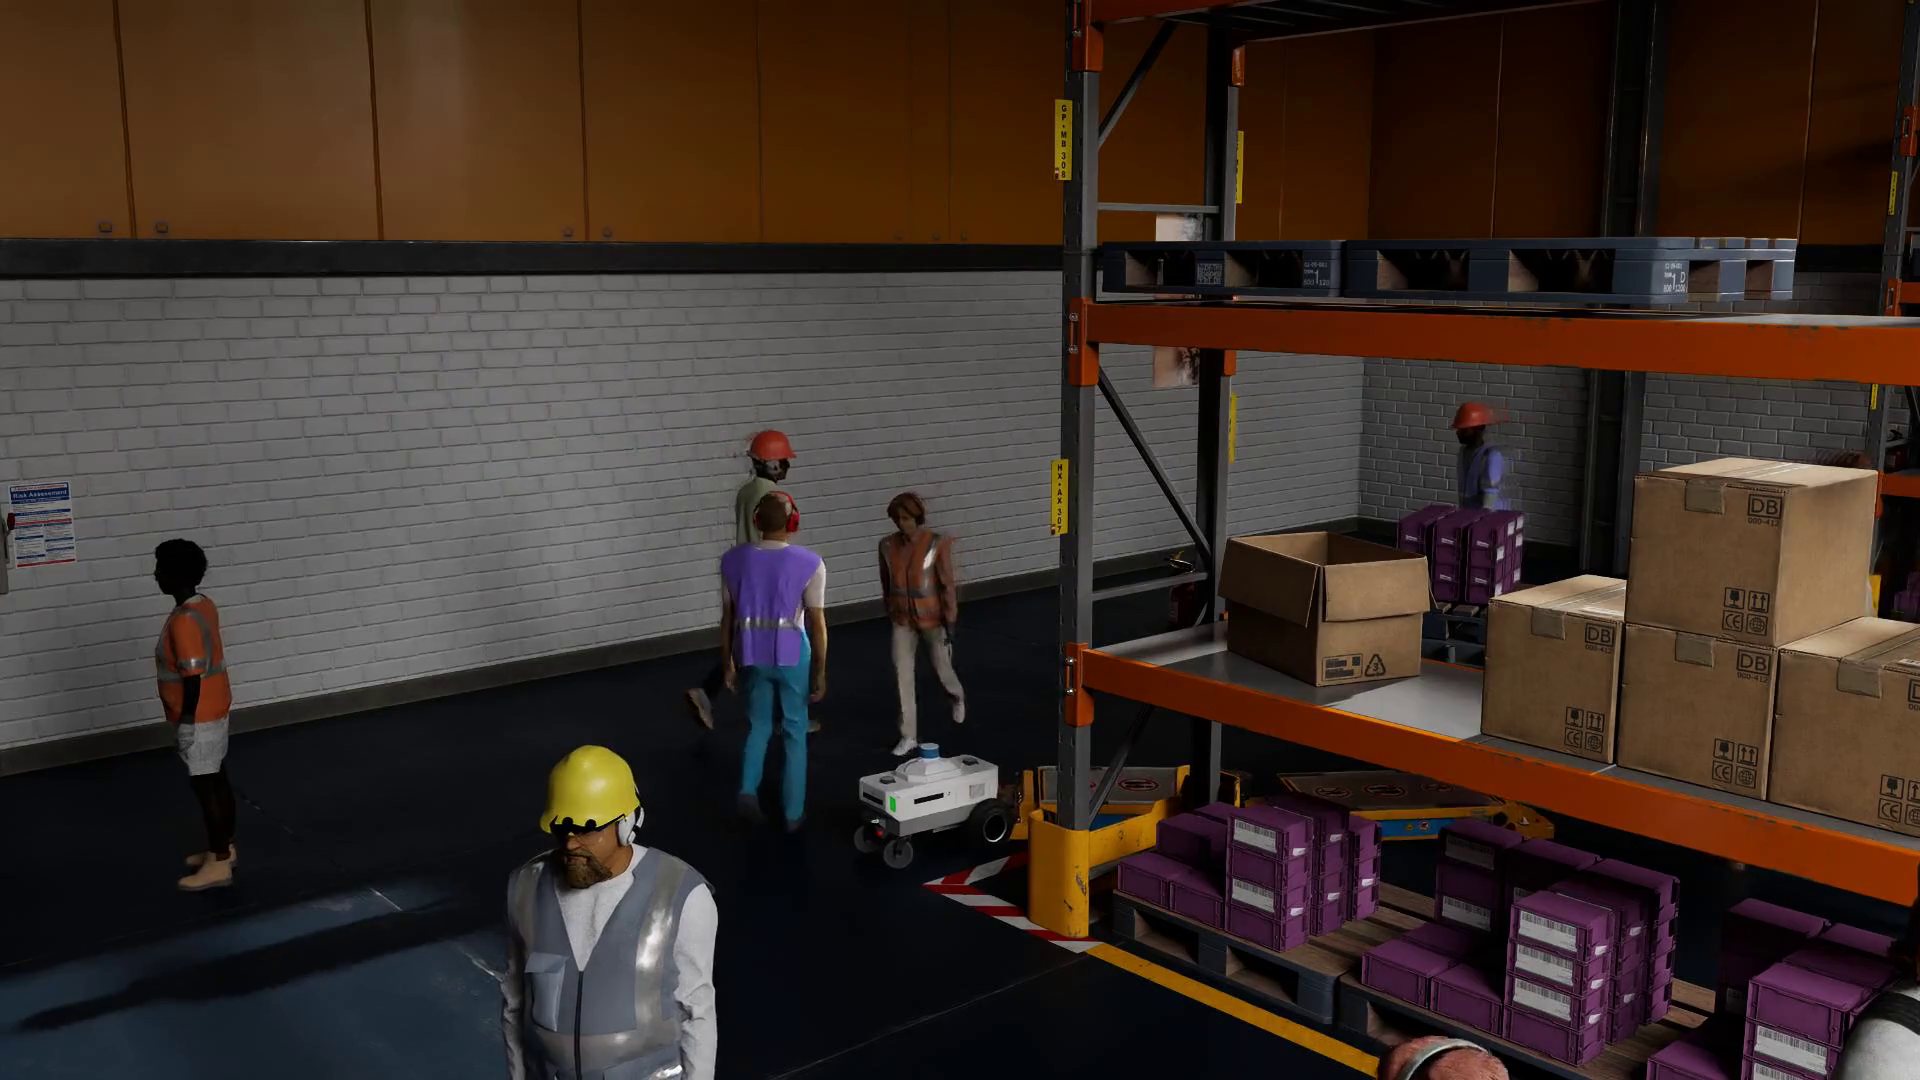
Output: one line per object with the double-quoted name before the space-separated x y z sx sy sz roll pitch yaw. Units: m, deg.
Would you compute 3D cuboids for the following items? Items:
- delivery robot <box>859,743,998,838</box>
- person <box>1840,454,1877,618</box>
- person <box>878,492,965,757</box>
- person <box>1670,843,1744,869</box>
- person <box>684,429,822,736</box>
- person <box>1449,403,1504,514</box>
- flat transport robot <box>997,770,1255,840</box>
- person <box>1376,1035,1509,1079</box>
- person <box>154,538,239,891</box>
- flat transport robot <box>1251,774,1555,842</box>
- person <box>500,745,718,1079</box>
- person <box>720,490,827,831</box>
"delivery robot" -0.157 1.278 8.466 0.707 0.478 0.477 -7 12 -36
"person" 6.550 0.148 12.338 0.533 1.589 0.899 -7 12 -34
"person" -0.213 0.479 10.311 0.546 1.612 0.731 4 10 22
"person" 3.836 0.646 8.275 0.667 1.974 0.462 1 10 8
"person" -1.287 0.291 10.398 0.790 1.969 0.623 -6 11 -29
"person" 4.029 -0.134 13.125 0.980 1.875 0.549 -4 10 -22
"flat transport robot" 0.869 1.398 8.869 1.431 0.197 0.652 0 10 2
"person" 0.676 1.653 2.642 0.655 1.889 0.710 -3 10 -19
"person" -3.684 0.832 8.016 0.317 1.695 0.540 -3 10 -15
"flat transport robot" 2.322 1.409 8.803 1.431 0.197 0.652 -1 10 -6
"person" -0.912 1.406 4.302 0.585 1.824 0.405 2 10 10
"person" -0.984 0.660 8.669 0.572 1.821 0.532 2 10 9
